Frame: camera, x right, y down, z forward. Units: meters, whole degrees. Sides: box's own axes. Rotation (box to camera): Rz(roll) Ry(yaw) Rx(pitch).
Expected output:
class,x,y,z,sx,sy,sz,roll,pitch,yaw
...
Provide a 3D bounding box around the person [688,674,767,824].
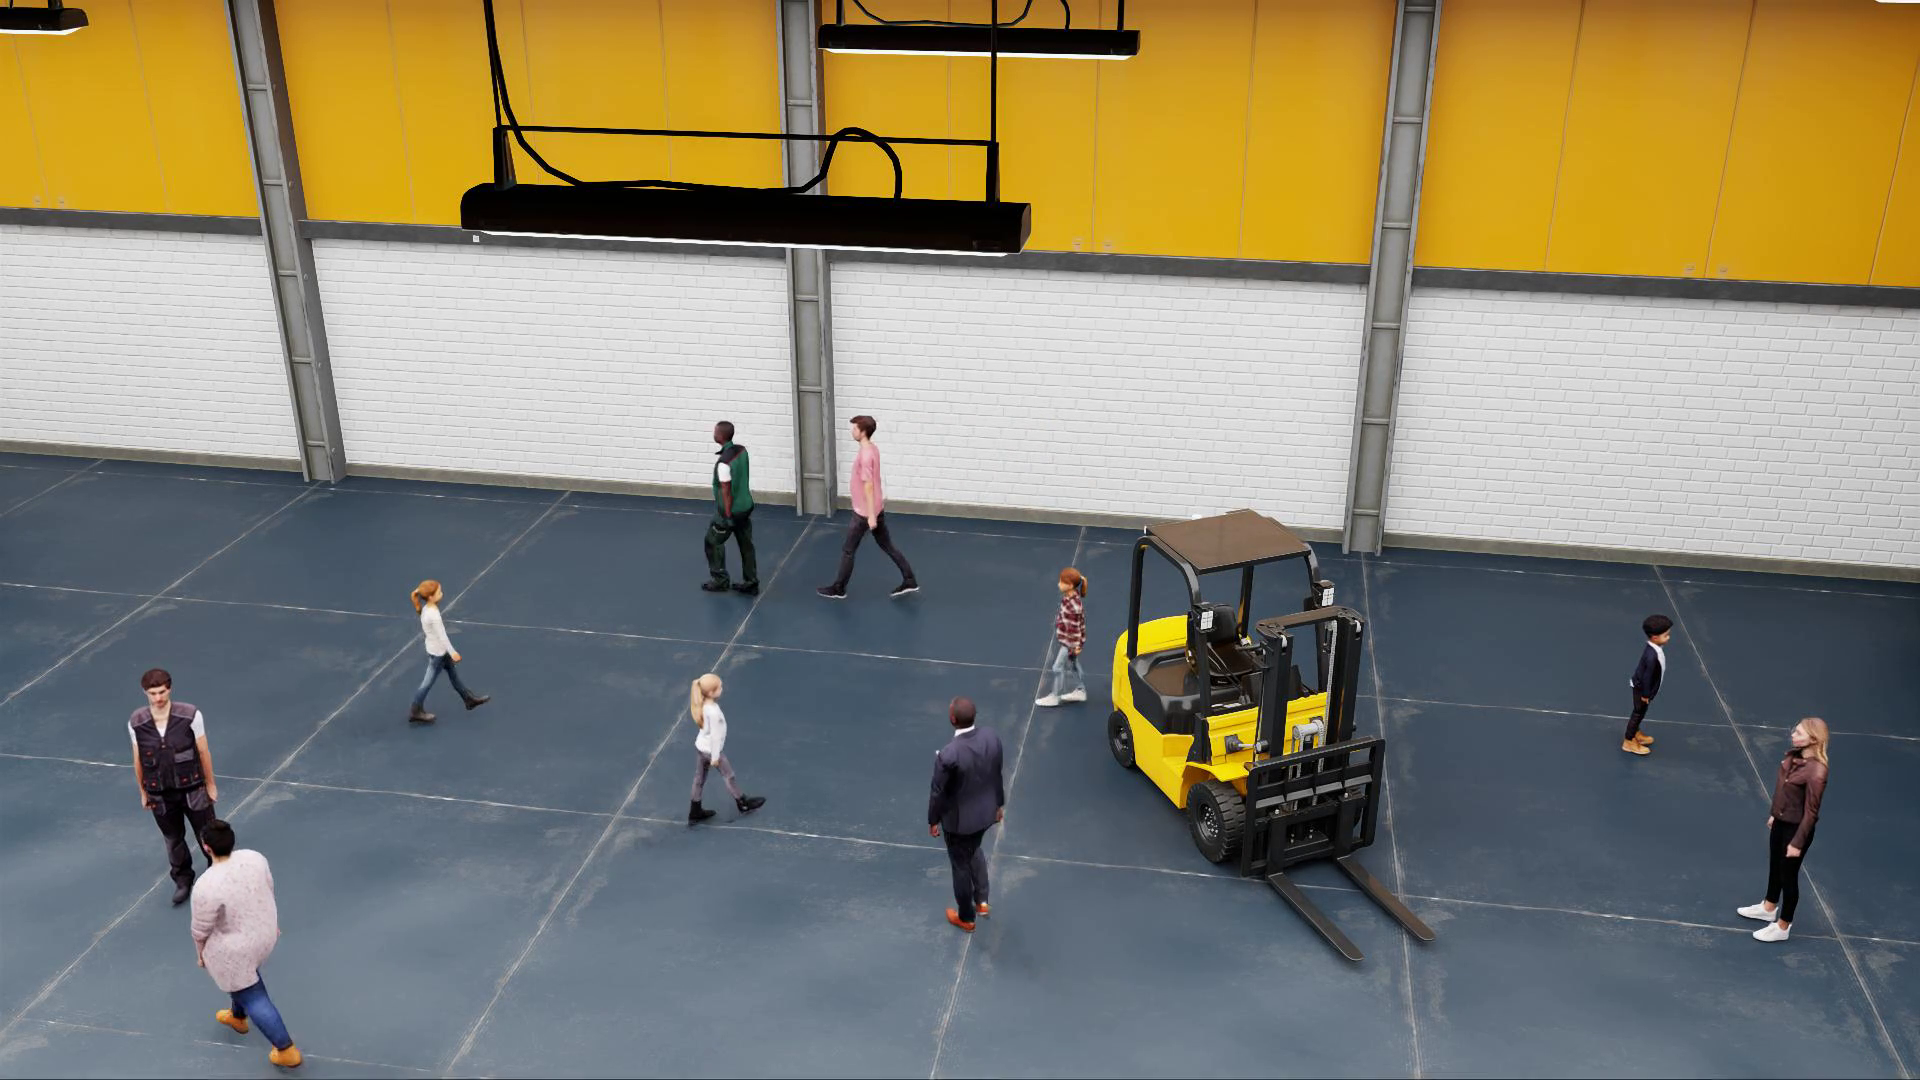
class,x,y,z,sx,sy,sz,roll,pitch,yaw
person,-1.975,1.619,12.763,0.893,1.253,0.801,-14,27,-28

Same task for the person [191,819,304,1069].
class,x,y,z,sx,sy,sz,roll,pitch,yaw
person,-4.366,2.494,10.197,1.169,1.703,0.893,12,26,25

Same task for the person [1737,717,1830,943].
class,x,y,z,sx,sy,sz,roll,pitch,yaw
person,5.711,1.967,11.404,0.526,1.704,0.620,2,24,4

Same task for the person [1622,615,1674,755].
class,x,y,z,sx,sy,sz,roll,pitch,yaw
person,5.693,1.180,13.805,0.553,1.223,0.553,12,27,26

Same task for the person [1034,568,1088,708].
class,x,y,z,sx,sy,sz,roll,pitch,yaw
person,1.026,0.848,14.480,0.784,1.291,0.667,-3,24,-7

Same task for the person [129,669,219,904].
class,x,y,z,sx,sy,sz,roll,pitch,yaw
person,-5.536,1.729,11.774,0.676,1.843,0.800,-6,24,-13

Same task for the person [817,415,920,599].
class,x,y,z,sx,sy,sz,roll,pitch,yaw
person,-0.797,-0.278,16.282,1.267,1.909,0.720,1,24,3

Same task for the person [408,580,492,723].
class,x,y,z,sx,sy,sz,roll,pitch,yaw
person,-4.525,0.985,14.176,0.974,1.281,0.791,-9,25,-20

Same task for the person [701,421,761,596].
class,x,y,z,sx,sy,sz,roll,pitch,yaw
person,-2.157,-0.288,16.418,0.880,1.819,0.771,10,25,21

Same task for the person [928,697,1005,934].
class,x,y,z,sx,sy,sz,roll,pitch,yaw
person,0.102,1.919,11.376,0.815,1.813,0.873,-16,28,-31
